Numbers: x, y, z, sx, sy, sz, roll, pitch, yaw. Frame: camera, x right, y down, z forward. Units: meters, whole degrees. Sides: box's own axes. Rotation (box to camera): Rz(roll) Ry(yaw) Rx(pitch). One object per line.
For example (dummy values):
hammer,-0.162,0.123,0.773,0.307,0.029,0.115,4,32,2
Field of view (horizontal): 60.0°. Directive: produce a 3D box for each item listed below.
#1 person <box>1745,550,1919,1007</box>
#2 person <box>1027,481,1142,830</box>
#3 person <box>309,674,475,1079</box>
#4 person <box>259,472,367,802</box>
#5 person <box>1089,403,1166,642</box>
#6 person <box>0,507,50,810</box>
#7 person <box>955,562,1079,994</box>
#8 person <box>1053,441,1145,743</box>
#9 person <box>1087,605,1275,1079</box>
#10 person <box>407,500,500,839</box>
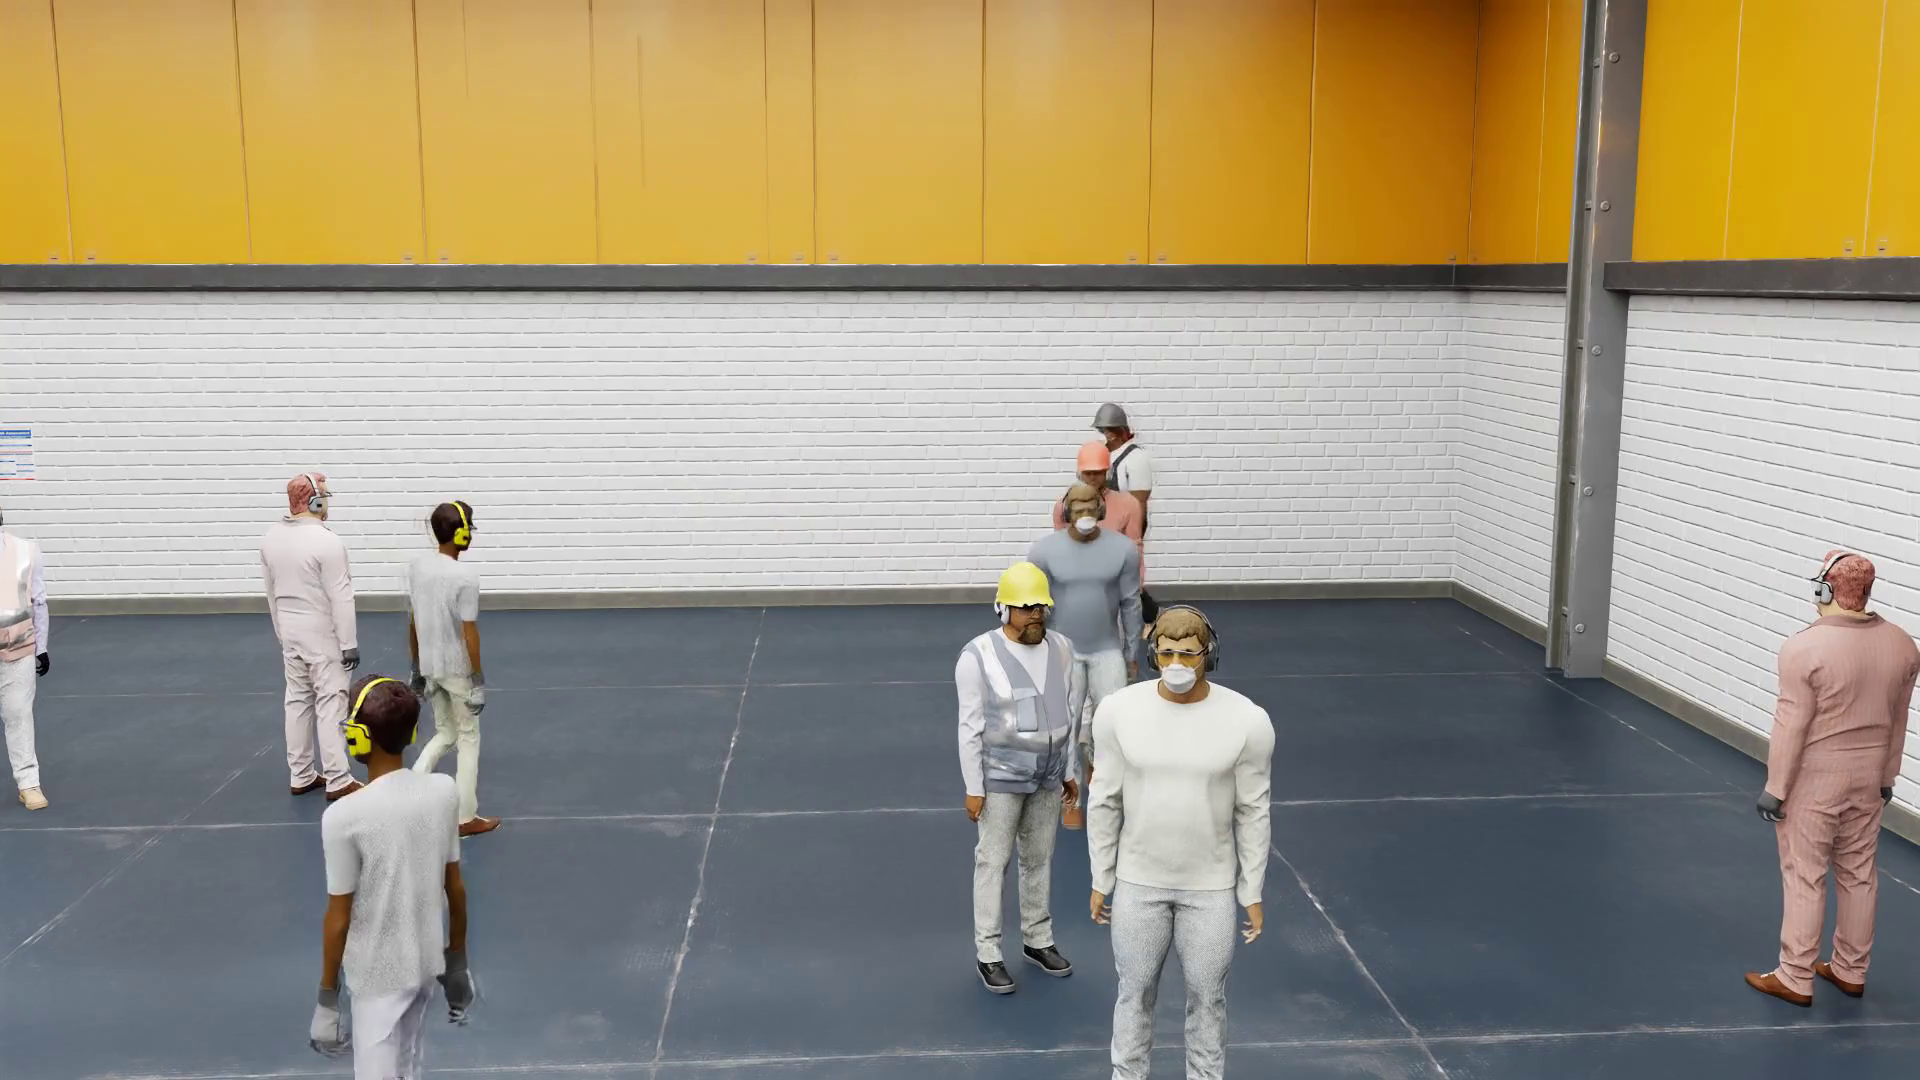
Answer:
person,3.612,0.988,6.934,0.651,1.907,0.409,-3,9,-16
person,0.685,0.612,9.243,0.634,1.928,0.553,0,9,0
person,-1.647,1.326,5.000,0.758,1.854,0.513,4,10,25
person,-3.712,0.558,9.632,0.643,1.909,0.410,5,10,29
person,1.261,-0.104,13.370,0.680,2.000,0.689,-6,11,-33
person,-5.446,0.636,9.348,0.627,1.844,0.429,-7,12,-39
person,0.267,0.996,7.111,0.590,1.833,0.404,-6,11,-33
person,0.921,0.299,11.094,0.606,1.963,0.947,1,9,6
person,0.740,1.173,5.669,0.627,1.941,0.371,2,9,11
person,-2.750,0.714,8.831,0.551,1.850,0.532,5,10,30
